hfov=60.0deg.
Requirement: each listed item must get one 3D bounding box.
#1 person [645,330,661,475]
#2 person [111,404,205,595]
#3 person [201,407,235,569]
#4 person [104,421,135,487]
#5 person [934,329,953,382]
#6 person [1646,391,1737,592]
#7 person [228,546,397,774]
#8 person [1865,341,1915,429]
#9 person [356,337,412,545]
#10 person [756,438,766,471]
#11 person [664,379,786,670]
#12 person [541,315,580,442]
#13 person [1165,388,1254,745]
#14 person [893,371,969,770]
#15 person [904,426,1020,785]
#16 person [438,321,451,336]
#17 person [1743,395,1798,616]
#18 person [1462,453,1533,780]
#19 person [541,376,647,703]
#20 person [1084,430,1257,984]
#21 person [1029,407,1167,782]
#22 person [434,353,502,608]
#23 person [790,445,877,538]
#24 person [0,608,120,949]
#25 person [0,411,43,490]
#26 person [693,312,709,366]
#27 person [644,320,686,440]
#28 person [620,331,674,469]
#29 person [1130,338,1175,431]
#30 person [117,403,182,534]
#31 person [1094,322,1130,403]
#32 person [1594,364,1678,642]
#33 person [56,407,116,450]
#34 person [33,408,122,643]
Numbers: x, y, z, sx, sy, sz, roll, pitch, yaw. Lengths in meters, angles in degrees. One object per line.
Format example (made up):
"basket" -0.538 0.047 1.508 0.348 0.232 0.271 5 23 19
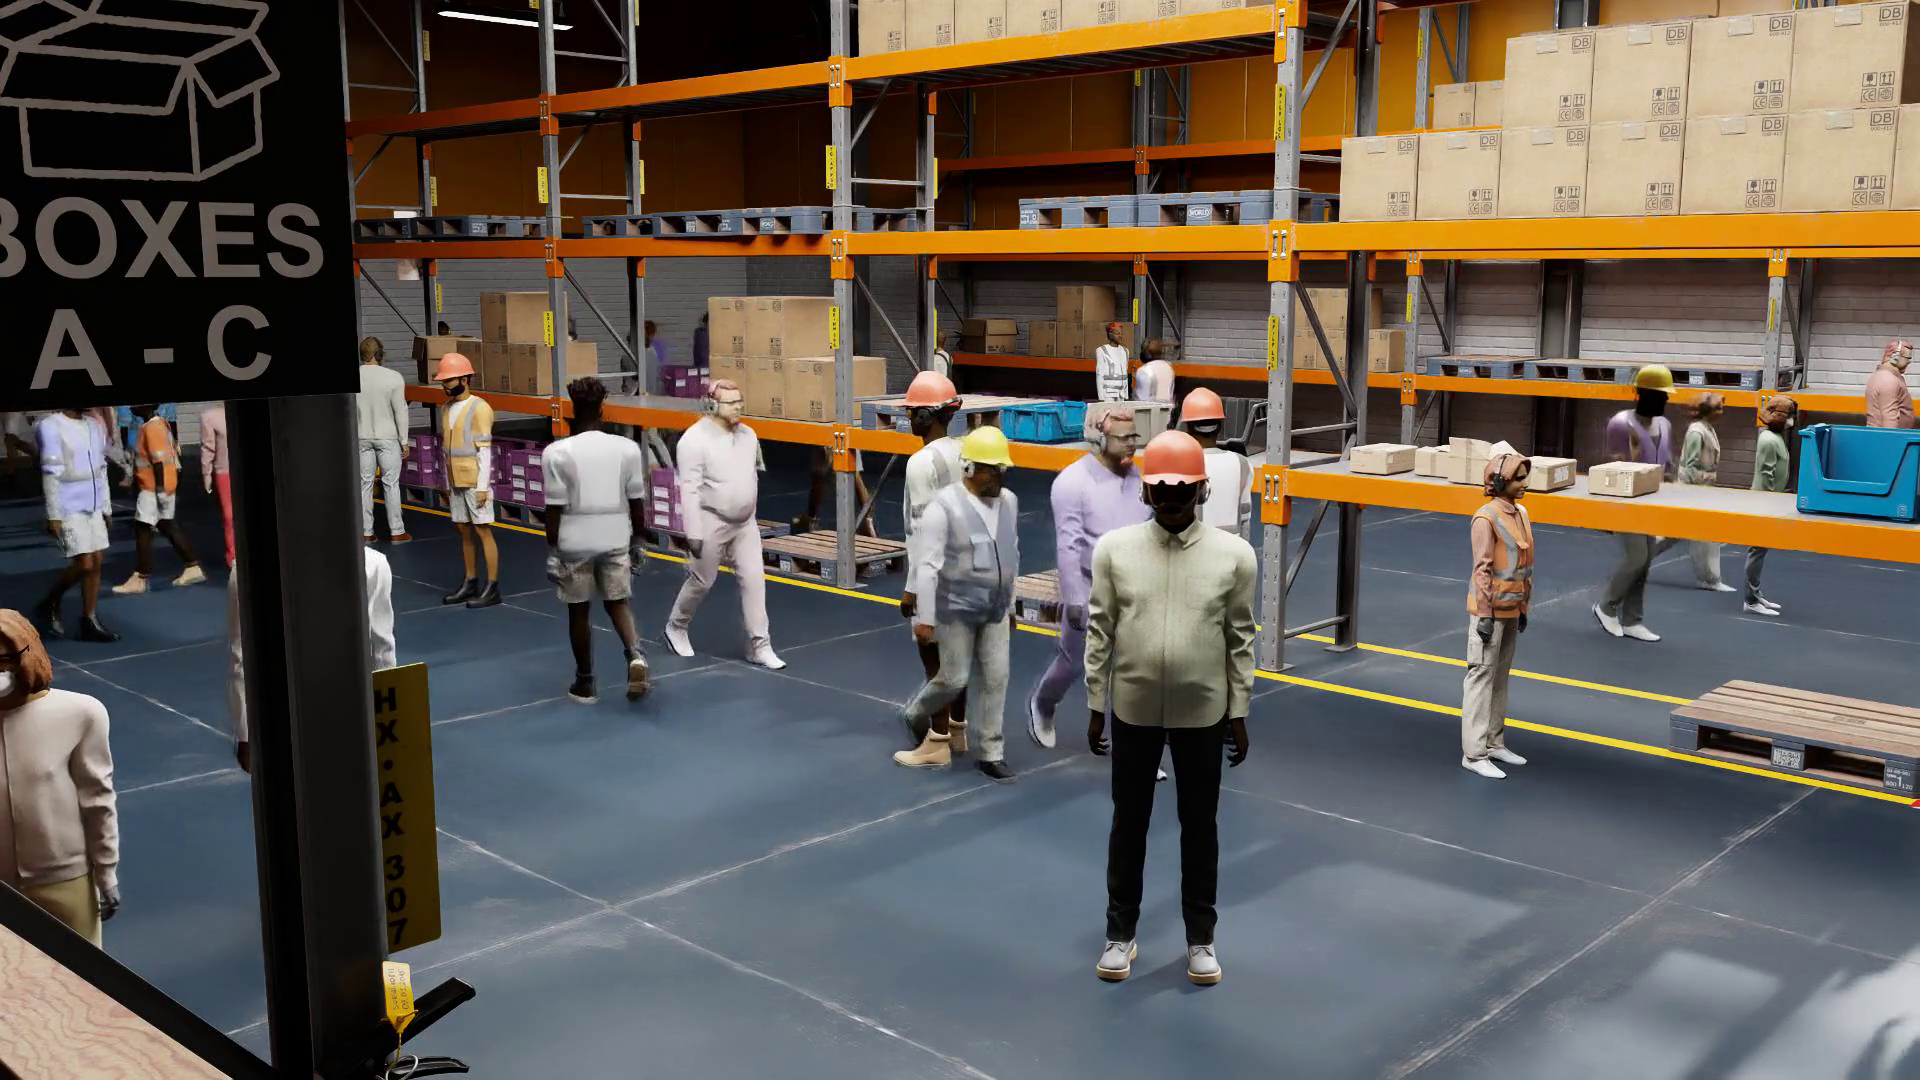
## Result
"person" -3.913 -1.690 20.511 0.437 1.826 0.660 -4 10 -23
"person" -6.399 -0.419 13.227 0.631 1.673 0.547 -4 10 -21
"person" -5.883 -0.517 13.631 0.538 1.729 0.820 -7 12 -38
"person" -10.011 -1.478 19.333 0.853 1.822 0.630 -8 12 -40
"person" -0.263 -1.632 20.119 0.331 1.843 0.520 4 10 21
"person" 5.825 -0.403 13.346 0.794 1.607 0.524 6 11 31
"person" -2.398 0.633 6.202 0.583 1.853 0.862 -5 10 -27
"person" 8.587 -0.888 15.391 0.408 1.903 0.638 3 10 17
"person" -5.412 -0.909 15.416 0.627 1.935 0.371 0 9 -1
"person" -2.786 -1.798 21.160 0.822 1.833 0.528 5 11 30
"person" -1.567 -0.119 10.779 0.957 1.866 0.658 8 12 42
"person" -4.674 -1.691 19.880 0.711 2.000 0.540 -3 10 -19
"person" 1.289 0.159 8.863 0.547 1.934 0.376 -5 11 -28
"person" -0.142 0.158 8.536 0.377 2.044 0.608 4 10 22
"person" 0.003 0.307 8.377 0.637 1.802 0.670 -7 12 -37
"person" -6.896 -1.989 22.234 0.533 1.868 0.310 -8 12 -40
"person" 6.019 -0.263 12.368 0.280 1.633 0.498 5 11 30
"person" 2.734 0.373 8.452 0.309 1.641 0.514 7 12 38
"person" -2.107 0.024 9.665 0.608 1.950 0.662 -6 11 -32
"person" 0.749 0.600 5.974 0.612 1.995 0.378 1 9 7
"person" 0.713 0.241 8.552 0.633 1.878 0.907 -5 10 -28
"person" -3.749 -0.446 12.590 0.544 1.929 0.384 7 12 37
"person" -1.188 -0.988 15.738 0.609 1.991 1.054 -9 13 -43
"person" -2.661 0.986 4.737 0.497 1.626 0.282 -4 10 -23
"person" -11.045 -1.562 19.496 0.549 1.915 0.846 4 10 23
"person" -4.020 -2.681 26.426 0.756 1.900 0.370 7 12 38
"person" -4.486 -2.353 24.650 0.867 1.818 0.576 -1 9 -6
"person" -3.708 -1.562 19.573 0.953 1.897 0.639 6 11 31
"person" 2.144 -1.297 18.166 0.835 1.817 0.632 8 12 42
"person" -7.792 -0.885 16.014 0.564 1.677 0.432 -7 12 -37
"person" 1.967 -1.850 21.342 0.576 1.882 0.355 -9 13 -43
"person" 4.668 -0.249 11.401 0.621 1.913 0.402 -6 11 -32
"person" -8.951 -1.080 17.050 0.529 1.746 0.365 -3 10 -19
"person" -6.005 -0.230 11.289 0.497 1.918 0.568 2 9 10
